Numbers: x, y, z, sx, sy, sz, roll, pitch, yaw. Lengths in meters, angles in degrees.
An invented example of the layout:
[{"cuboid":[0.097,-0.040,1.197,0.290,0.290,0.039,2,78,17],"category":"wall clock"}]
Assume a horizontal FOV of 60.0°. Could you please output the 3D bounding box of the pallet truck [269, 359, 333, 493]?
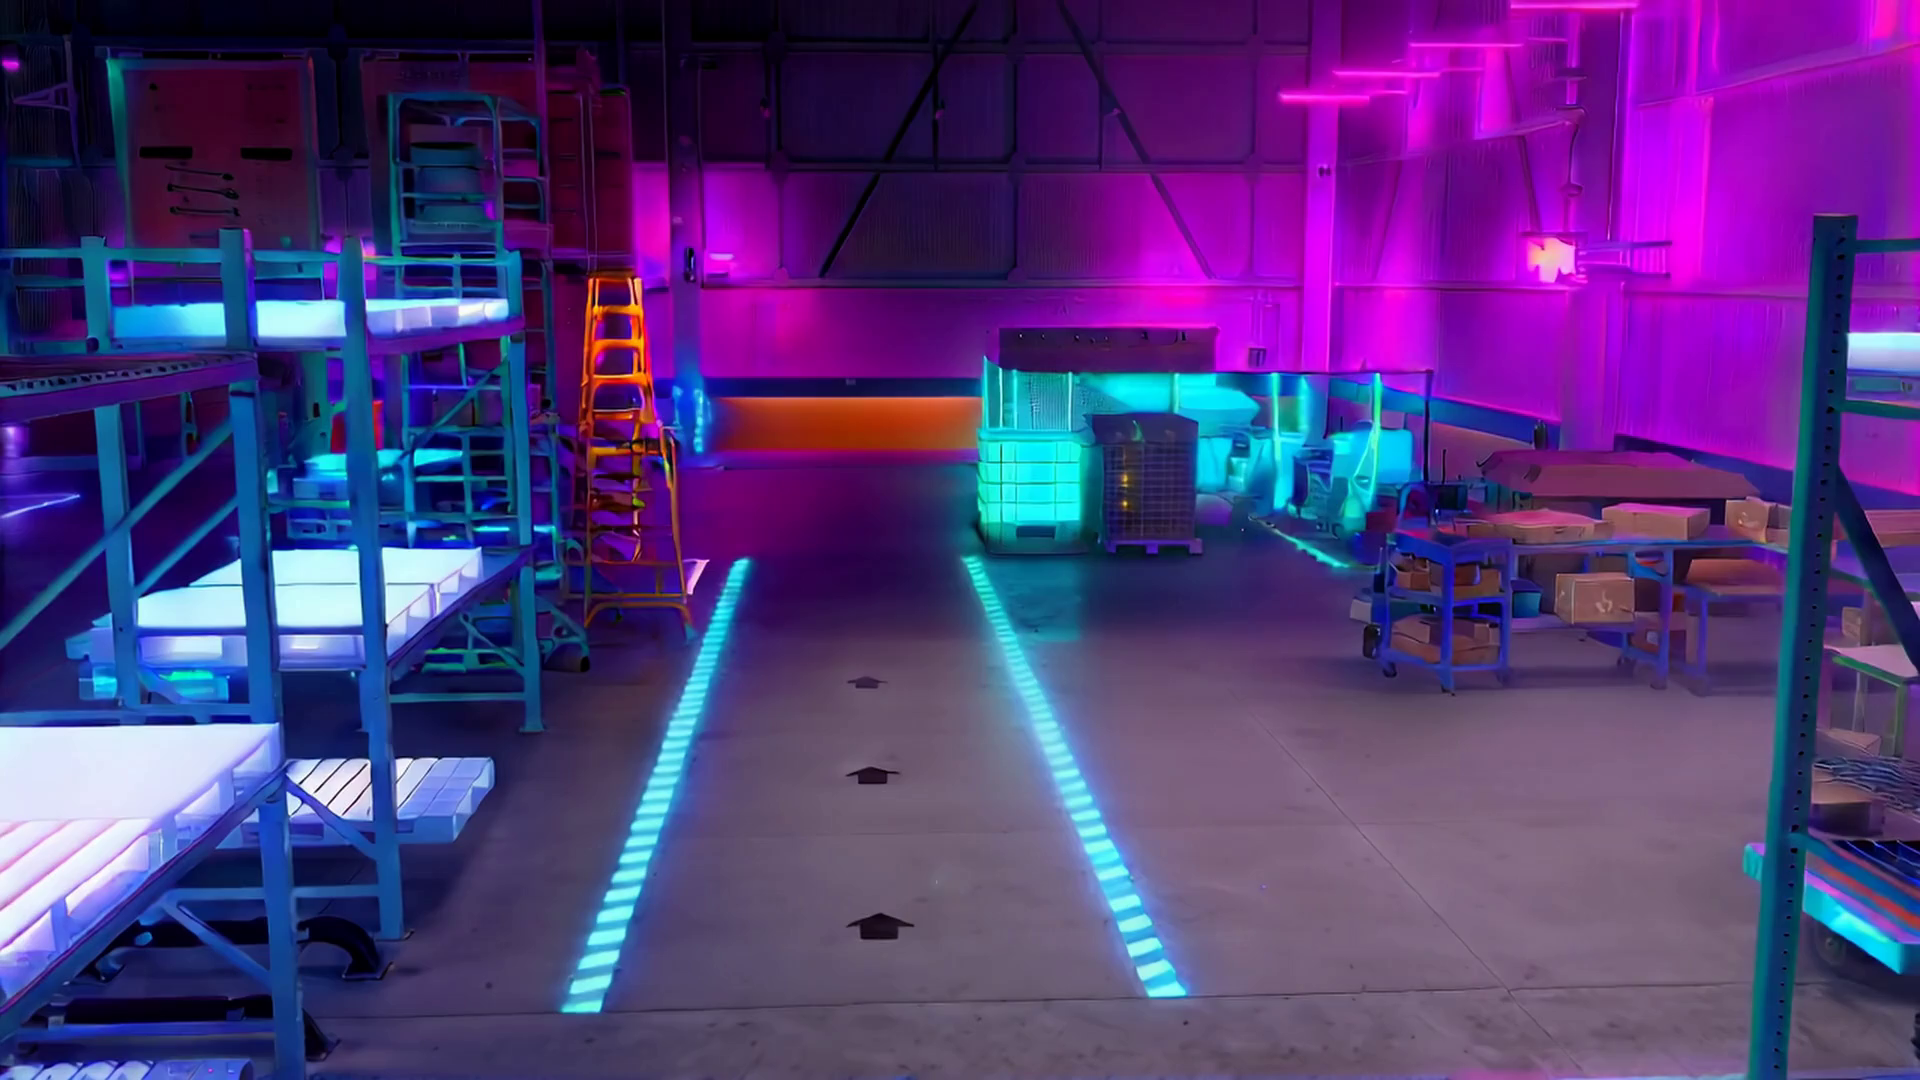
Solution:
[{"cuboid":[-7.062,-1.131,18.996,1.885,1.965,0.823,2,9,13],"category":"pallet truck"}]
